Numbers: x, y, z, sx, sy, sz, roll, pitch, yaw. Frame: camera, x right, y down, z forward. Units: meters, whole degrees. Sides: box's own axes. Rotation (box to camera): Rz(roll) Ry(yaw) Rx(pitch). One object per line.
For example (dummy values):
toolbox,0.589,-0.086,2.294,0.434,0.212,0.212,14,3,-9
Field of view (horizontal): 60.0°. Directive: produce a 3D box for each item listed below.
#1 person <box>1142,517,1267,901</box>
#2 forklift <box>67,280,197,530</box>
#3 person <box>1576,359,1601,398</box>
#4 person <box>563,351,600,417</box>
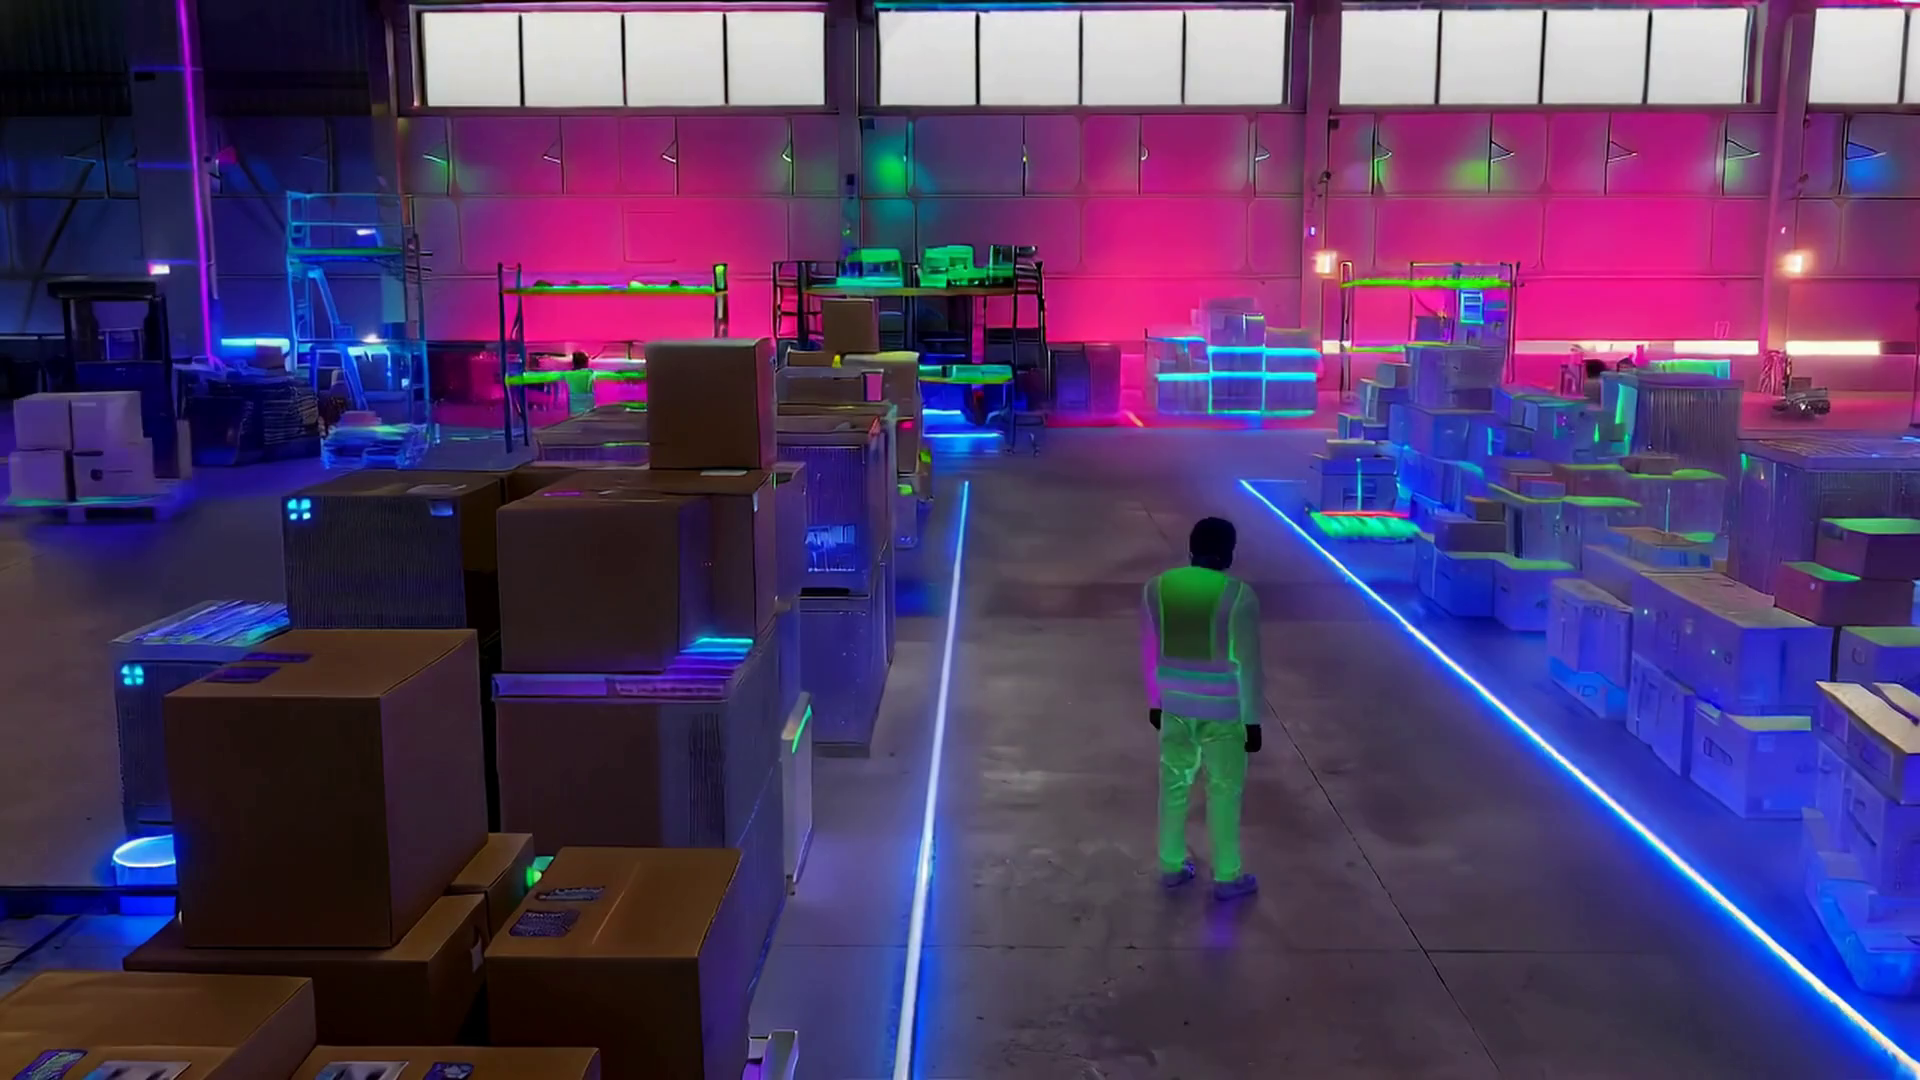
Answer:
person,1.177,0.803,7.957,0.650,1.837,0.430,7,12,37
forklift,-9.751,-1.647,19.498,1.129,2.768,1.873,-3,10,-16
person,8.843,-1.713,23.454,0.558,1.678,0.524,-3,10,-17
person,-5.732,-2.011,25.215,0.540,1.697,0.317,-2,10,-12
